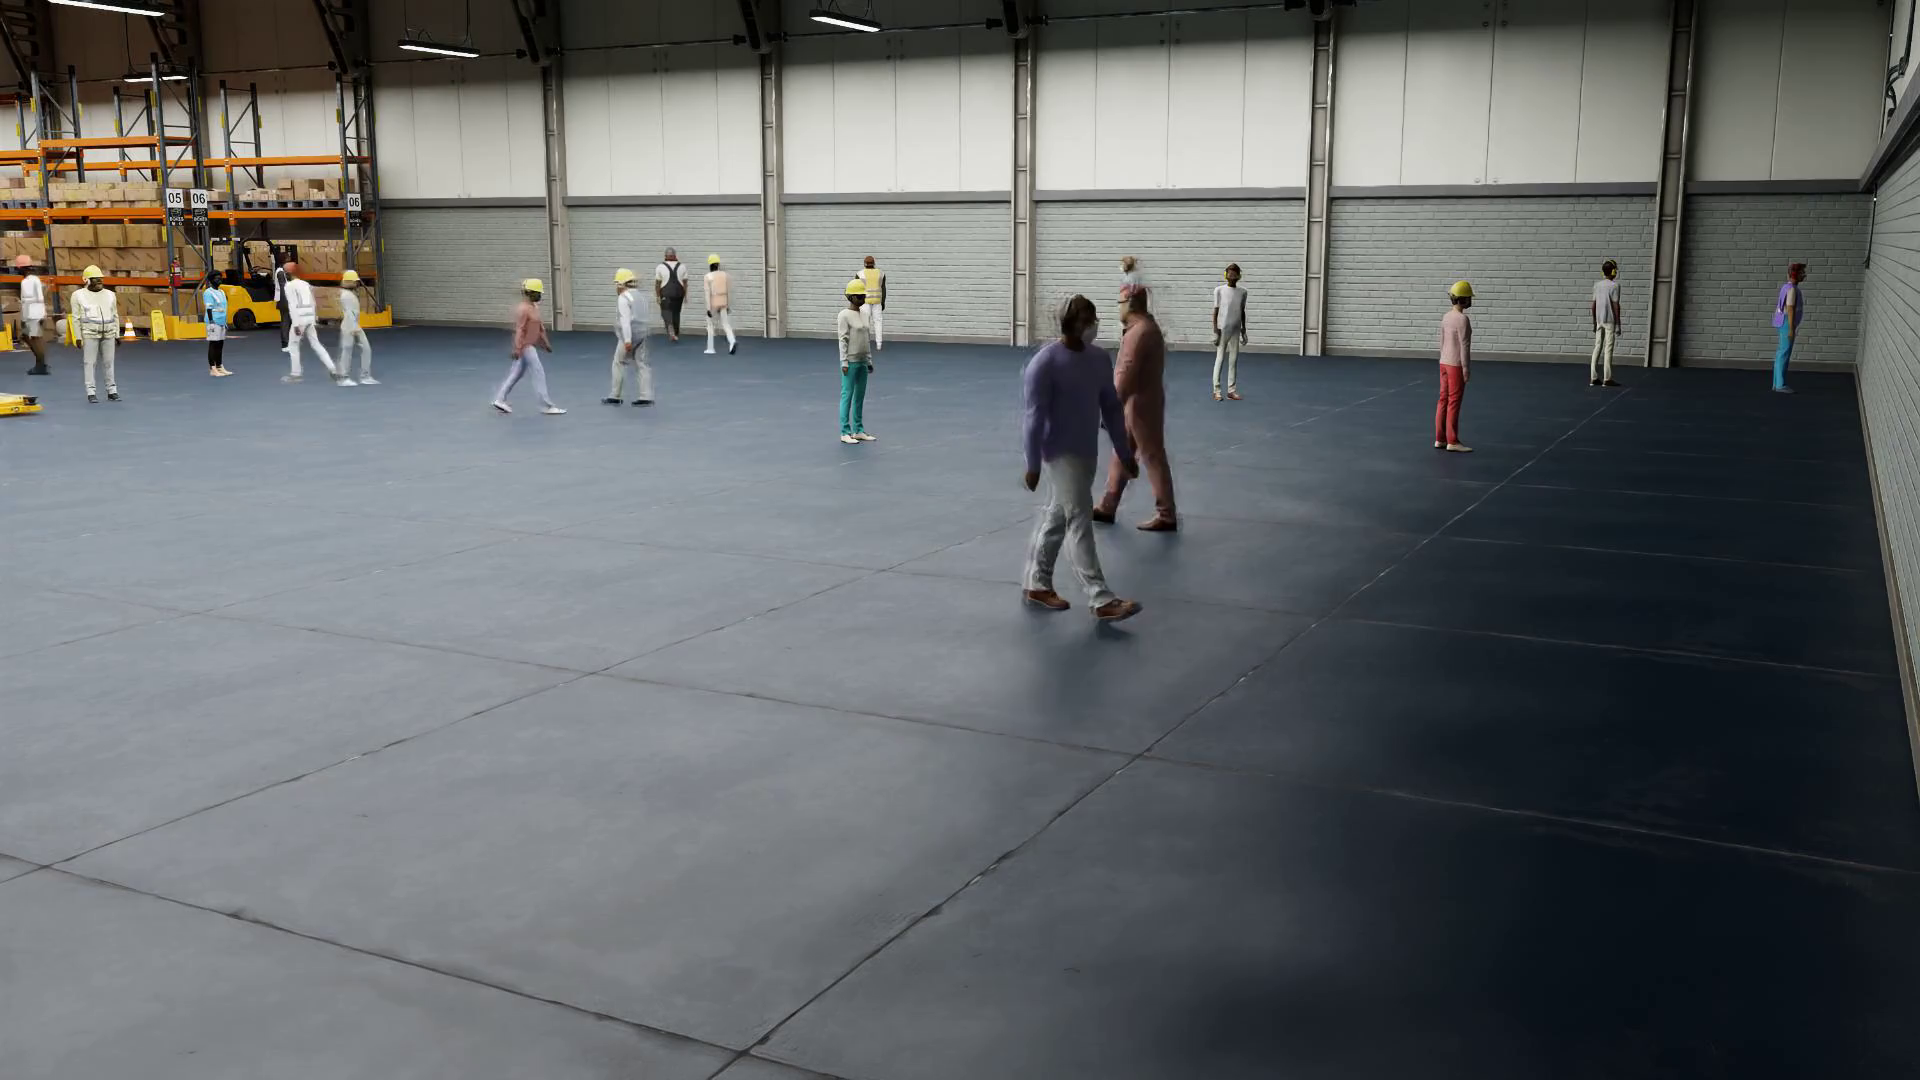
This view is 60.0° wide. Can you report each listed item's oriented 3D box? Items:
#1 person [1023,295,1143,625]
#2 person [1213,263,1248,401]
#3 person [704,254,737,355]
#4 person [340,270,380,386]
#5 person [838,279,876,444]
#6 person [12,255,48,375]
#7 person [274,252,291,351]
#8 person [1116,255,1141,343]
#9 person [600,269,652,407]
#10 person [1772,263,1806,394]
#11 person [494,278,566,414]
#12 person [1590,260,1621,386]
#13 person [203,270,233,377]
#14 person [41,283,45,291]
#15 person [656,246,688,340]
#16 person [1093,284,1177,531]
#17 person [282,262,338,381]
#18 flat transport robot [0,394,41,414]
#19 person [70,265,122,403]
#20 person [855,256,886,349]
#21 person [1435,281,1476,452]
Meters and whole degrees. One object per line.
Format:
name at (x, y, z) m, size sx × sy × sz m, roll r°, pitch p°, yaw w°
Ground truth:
person at (0.725, -0.465, 9.684) m, size 1.008 × 1.891 × 0.651 m, roll 9°, pitch 14°, yaw 41°
person at (3.687, -2.827, 22.647) m, size 0.519 × 1.865 × 0.335 m, roll -3°, pitch 11°, yaw -17°
person at (-4.547, -4.446, 31.392) m, size 0.591 × 1.899 × 0.843 m, roll -8°, pitch 13°, yaw -37°
person at (-8.987, -3.149, 24.795) m, size 0.676 × 1.722 × 0.492 m, roll 0°, pitch 10°, yaw 0°
person at (-1.121, -1.934, 18.043) m, size 0.314 × 1.769 × 0.525 m, roll 6°, pitch 12°, yaw 31°
person at (-14.937, -3.599, 26.688) m, size 0.454 × 1.921 × 0.580 m, roll -3°, pitch 11°, yaw -14°
person at (-13.091, -4.617, 32.249) m, size 0.391 × 1.922 × 0.593 m, roll -4°, pitch 11°, yaw -20°
person at (2.731, -3.675, 27.109) m, size 0.436 × 1.920 × 0.649 m, roll 2°, pitch 11°, yaw 11°
person at (-4.394, -2.634, 21.750) m, size 0.787 × 1.797 × 0.630 m, roll 3°, pitch 11°, yaw 16°
person at (11.802, -3.016, 23.715) m, size 0.396 × 1.847 × 0.564 m, roll 4°, pitch 11°, yaw 21°
person at (-5.461, -2.426, 20.875) m, size 0.927 × 1.709 × 0.531 m, roll 0°, pitch 10°, yaw 2°
person at (9.648, -3.225, 24.785) m, size 0.328 × 1.877 × 0.512 m, roll -6°, pitch 12°, yaw -28°
person at (-11.807, -3.438, 26.424) m, size 0.322 × 1.698 × 0.533 m, roll 0°, pitch 10°, yaw 2°
person at (-24.825, -6.879, 44.593) m, size 0.388 × 1.919 × 0.585 m, roll 5°, pitch 11°, yaw 24°
person at (-6.140, -5.265, 35.451) m, size 0.692 × 2.000 × 0.758 m, roll -4°, pitch 11°, yaw -22°
person at (1.269, -0.999, 12.667) m, size 0.896 × 1.867 × 0.657 m, roll 2°, pitch 11°, yaw 10°
person at (-10.031, -3.351, 25.606) m, size 0.819 × 1.842 × 0.605 m, roll 2°, pitch 11°, yaw 12°
flat transport robot at (-12.376, -1.732, 21.019) m, size 1.431 × 0.197 × 0.652 m, roll 5°, pitch 12°, yaw 27°
person at (-11.609, -2.769, 22.398) m, size 0.404 × 1.836 × 0.600 m, roll 9°, pitch 14°, yaw 41°
person at (-1.765, -4.663, 32.734) m, size 0.623 × 1.839 × 0.429 m, roll -3°, pitch 11°, yaw -17°
person at (5.175, -1.805, 17.335) m, size 0.322 × 1.769 × 0.523 m, roll -2°, pitch 11°, yaw -9°
